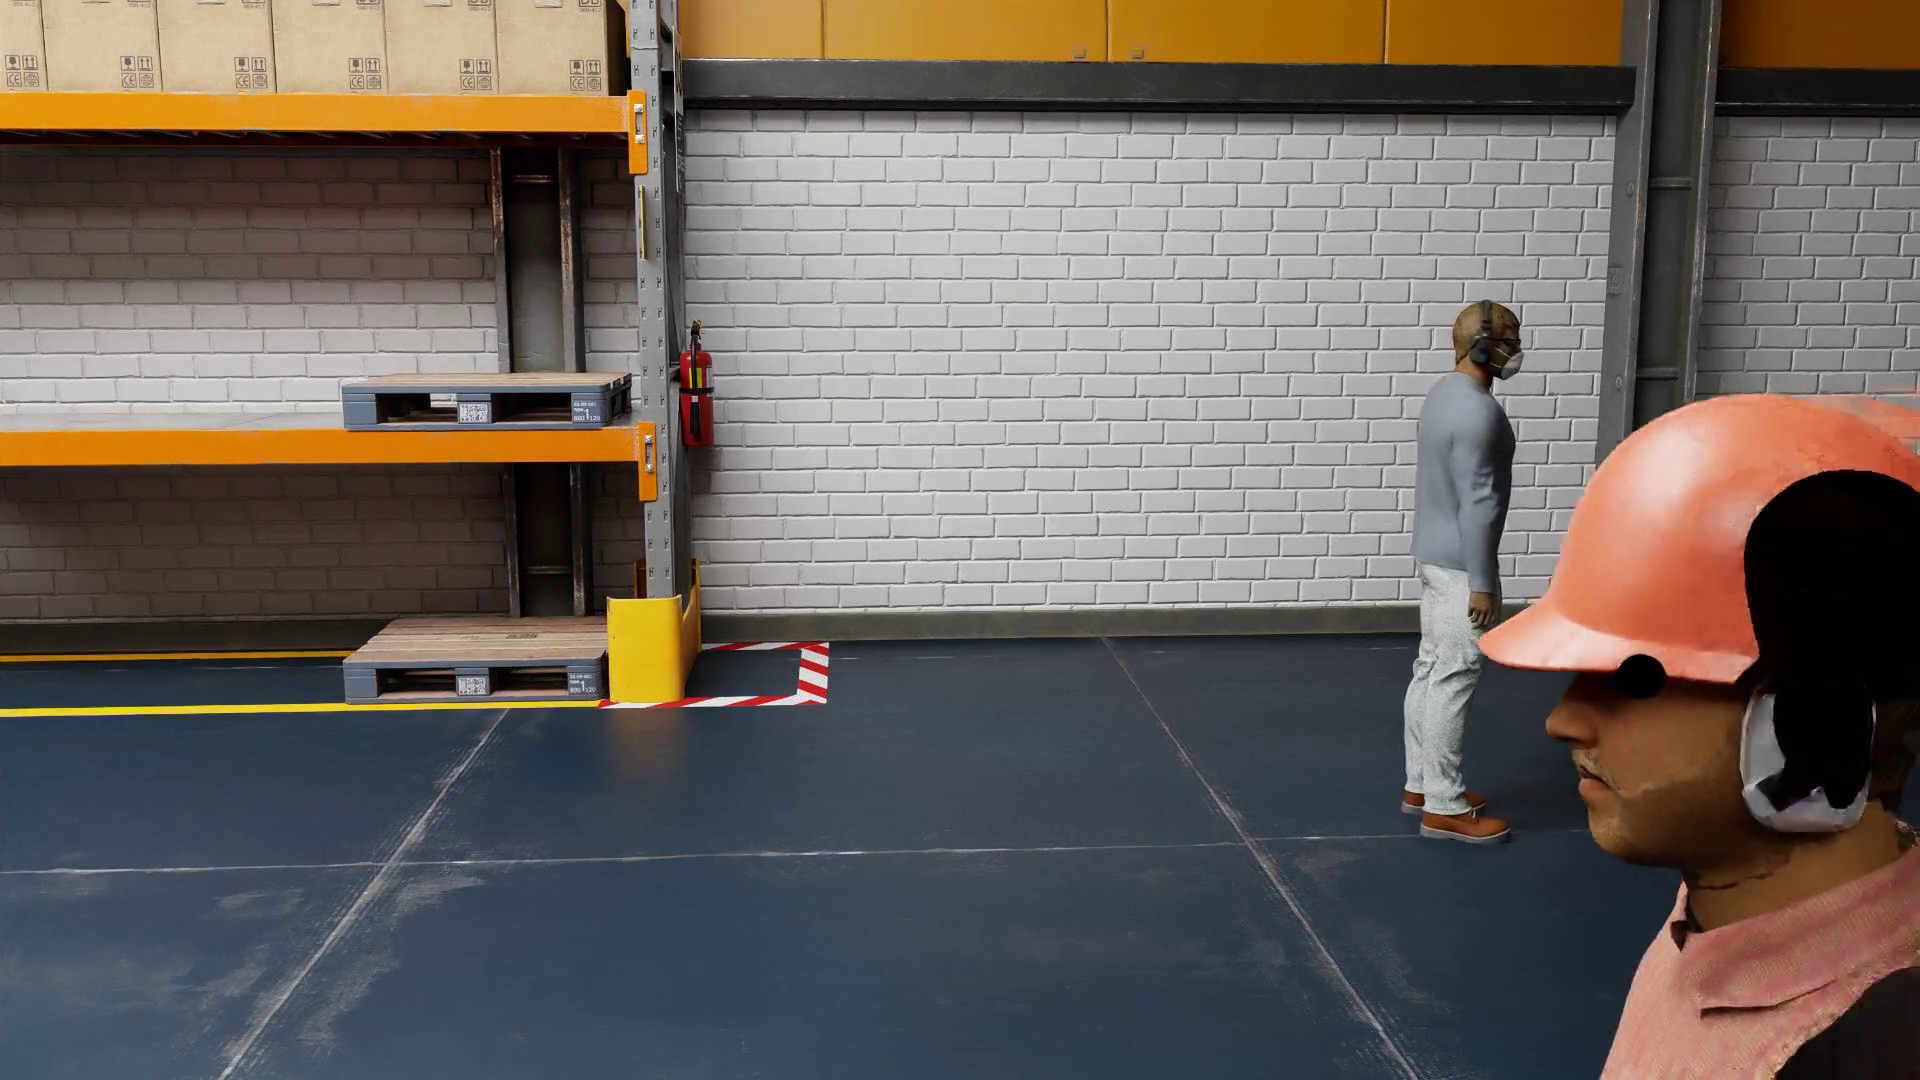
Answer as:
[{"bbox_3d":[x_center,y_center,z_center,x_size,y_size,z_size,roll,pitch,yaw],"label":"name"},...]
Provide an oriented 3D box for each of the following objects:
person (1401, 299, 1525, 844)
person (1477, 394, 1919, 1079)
[{"bbox_3d":[1.814,0.106,6.015,0.354,1.936,0.635,1,9,3],"label":"person"},{"bbox_3d":[0.512,0.869,1.212,1.011,1.937,0.644,2,9,12],"label":"person"}]
